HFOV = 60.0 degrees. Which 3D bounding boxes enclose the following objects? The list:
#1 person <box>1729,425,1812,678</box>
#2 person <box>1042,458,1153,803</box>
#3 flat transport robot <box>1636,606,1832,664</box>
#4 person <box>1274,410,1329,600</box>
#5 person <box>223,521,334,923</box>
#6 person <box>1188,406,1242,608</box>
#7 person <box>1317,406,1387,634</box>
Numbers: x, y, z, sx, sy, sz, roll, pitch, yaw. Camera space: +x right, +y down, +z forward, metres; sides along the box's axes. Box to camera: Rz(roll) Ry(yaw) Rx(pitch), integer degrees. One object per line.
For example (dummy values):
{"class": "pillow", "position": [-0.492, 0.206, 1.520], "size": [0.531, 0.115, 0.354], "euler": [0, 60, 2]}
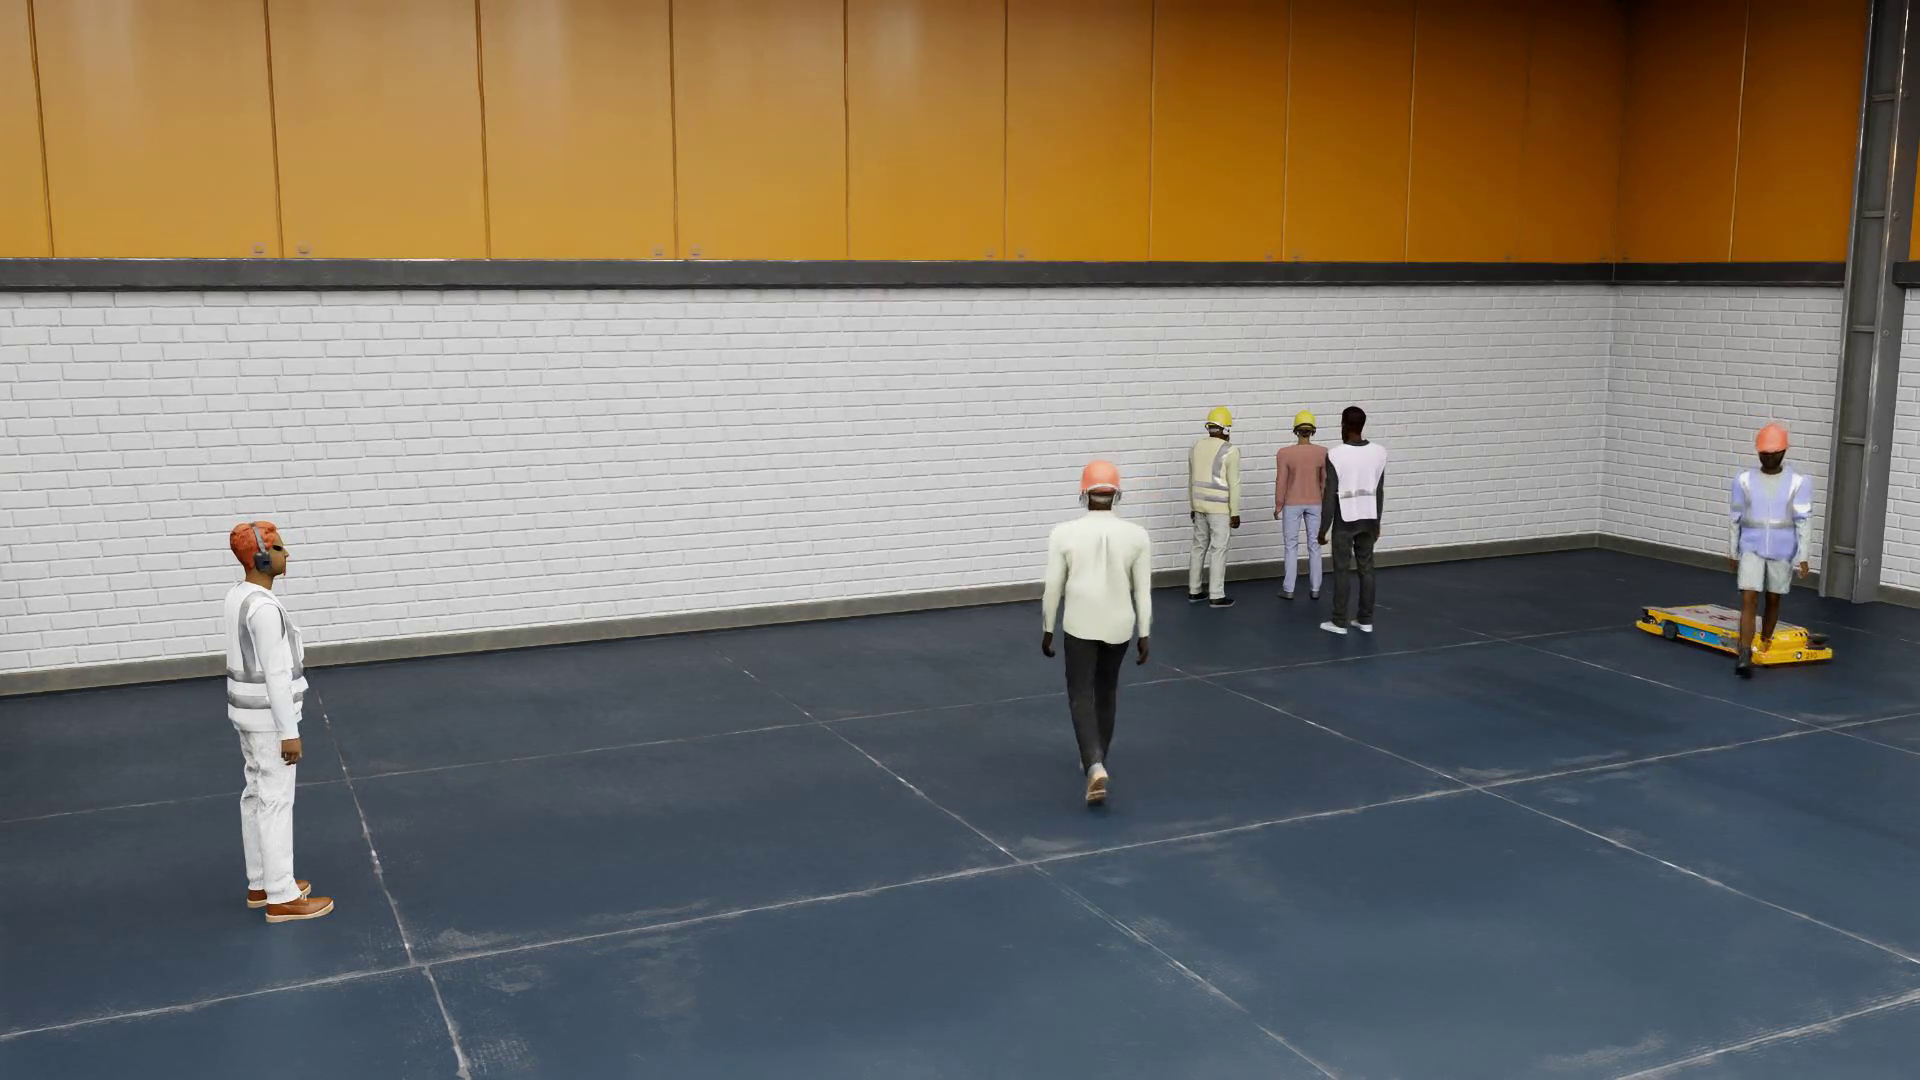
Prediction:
{"class": "person", "position": [6.045, 0.092, 12.455], "size": [0.566, 1.884, 0.972], "euler": [5, 10, 27]}
{"class": "person", "position": [0.809, 0.515, 9.634], "size": [0.624, 1.967, 0.918], "euler": [-1, 9, -9]}
{"class": "flat transport robot", "position": [6.236, 0.739, 13.458], "size": [0.652, 0.197, 1.431], "euler": [-3, 10, -18]}
{"class": "person", "position": [3.164, -0.319, 15.397], "size": [0.533, 1.768, 0.310], "euler": [-1, 9, -6]}
{"class": "person", "position": [-3.234, 0.845, 7.810], "size": [0.355, 1.885, 0.576], "euler": [-7, 12, -38]}
{"class": "person", "position": [2.328, -0.305, 15.177], "size": [0.417, 1.821, 0.606], "euler": [-6, 11, -35]}
{"class": "person", "position": [3.301, -0.162, 13.962], "size": [0.591, 1.917, 0.391], "euler": [-3, 10, -21]}
